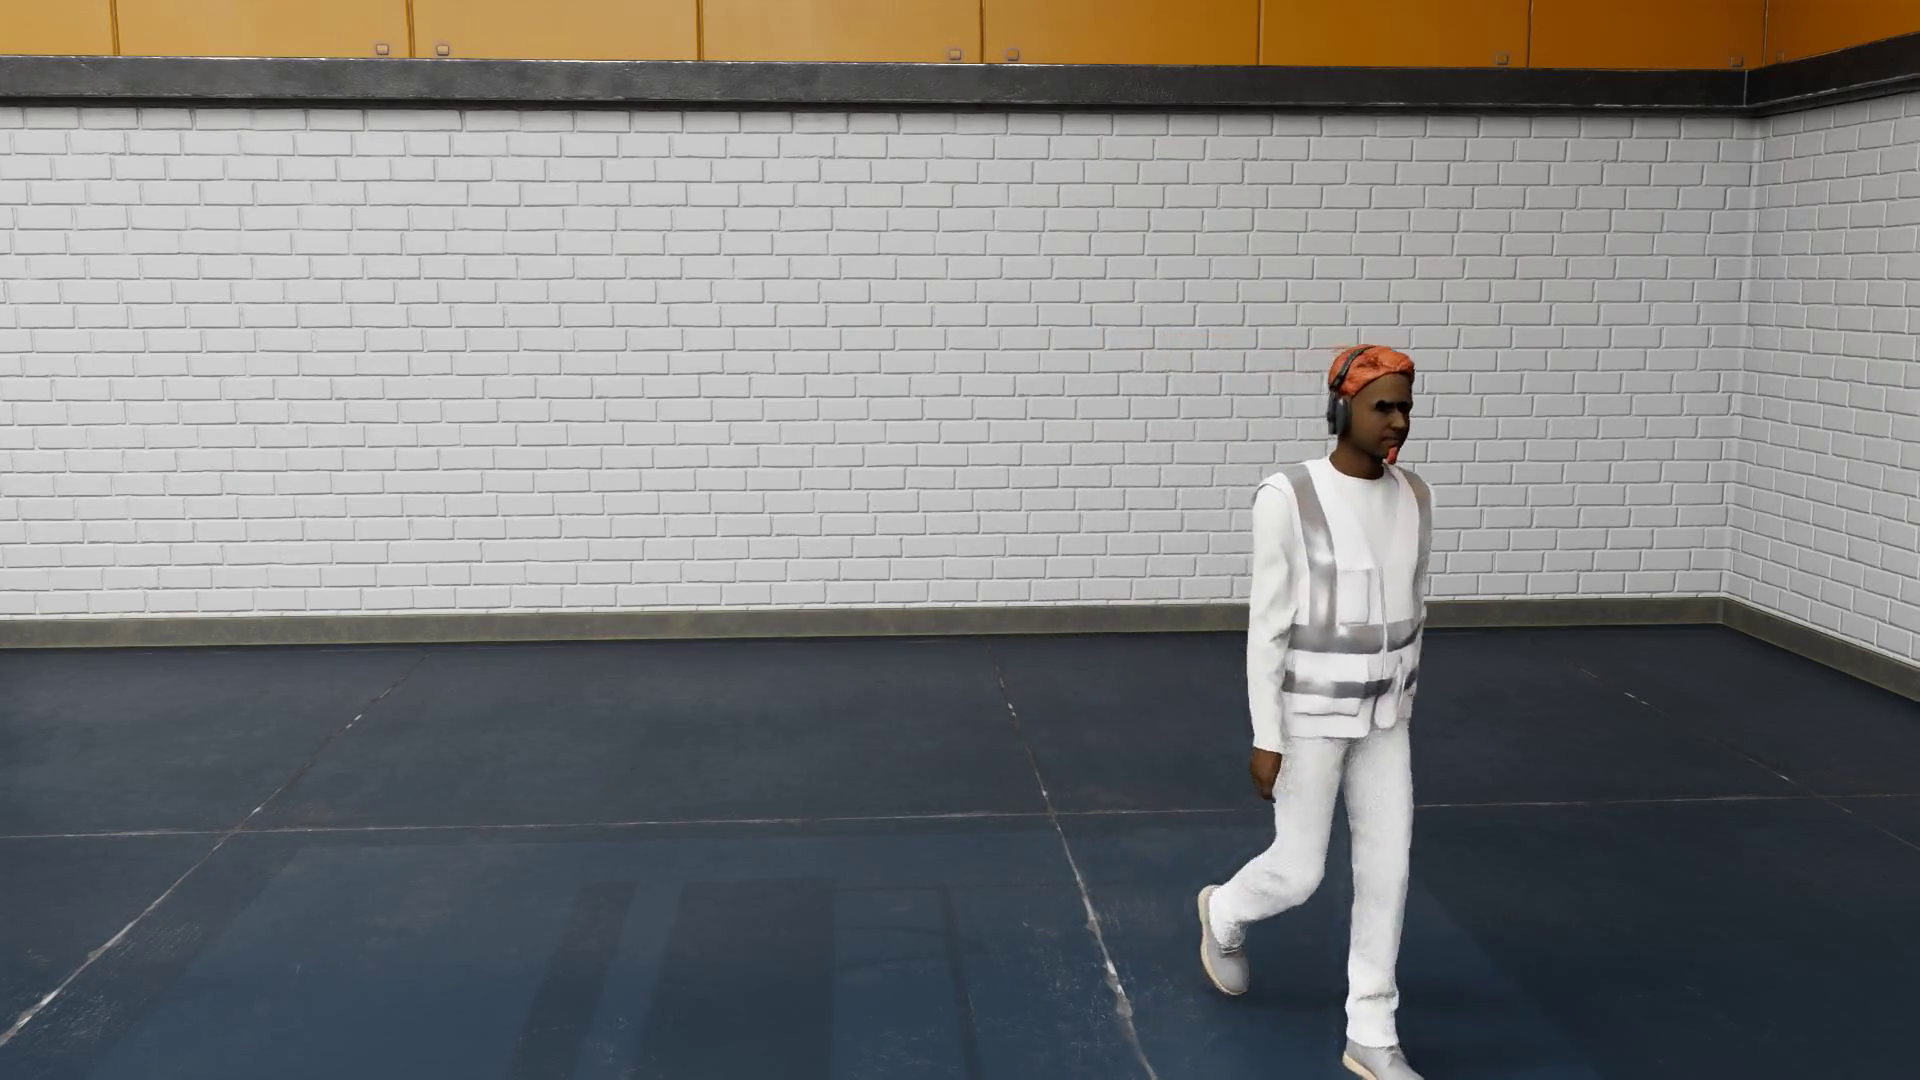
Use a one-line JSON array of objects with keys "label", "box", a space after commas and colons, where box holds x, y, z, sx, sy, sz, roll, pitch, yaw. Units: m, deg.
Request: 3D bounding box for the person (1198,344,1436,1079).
[{"label": "person", "box": [0.918, 0.429, 4.230, 0.584, 1.862, 0.716, -4, 10, -26]}]
